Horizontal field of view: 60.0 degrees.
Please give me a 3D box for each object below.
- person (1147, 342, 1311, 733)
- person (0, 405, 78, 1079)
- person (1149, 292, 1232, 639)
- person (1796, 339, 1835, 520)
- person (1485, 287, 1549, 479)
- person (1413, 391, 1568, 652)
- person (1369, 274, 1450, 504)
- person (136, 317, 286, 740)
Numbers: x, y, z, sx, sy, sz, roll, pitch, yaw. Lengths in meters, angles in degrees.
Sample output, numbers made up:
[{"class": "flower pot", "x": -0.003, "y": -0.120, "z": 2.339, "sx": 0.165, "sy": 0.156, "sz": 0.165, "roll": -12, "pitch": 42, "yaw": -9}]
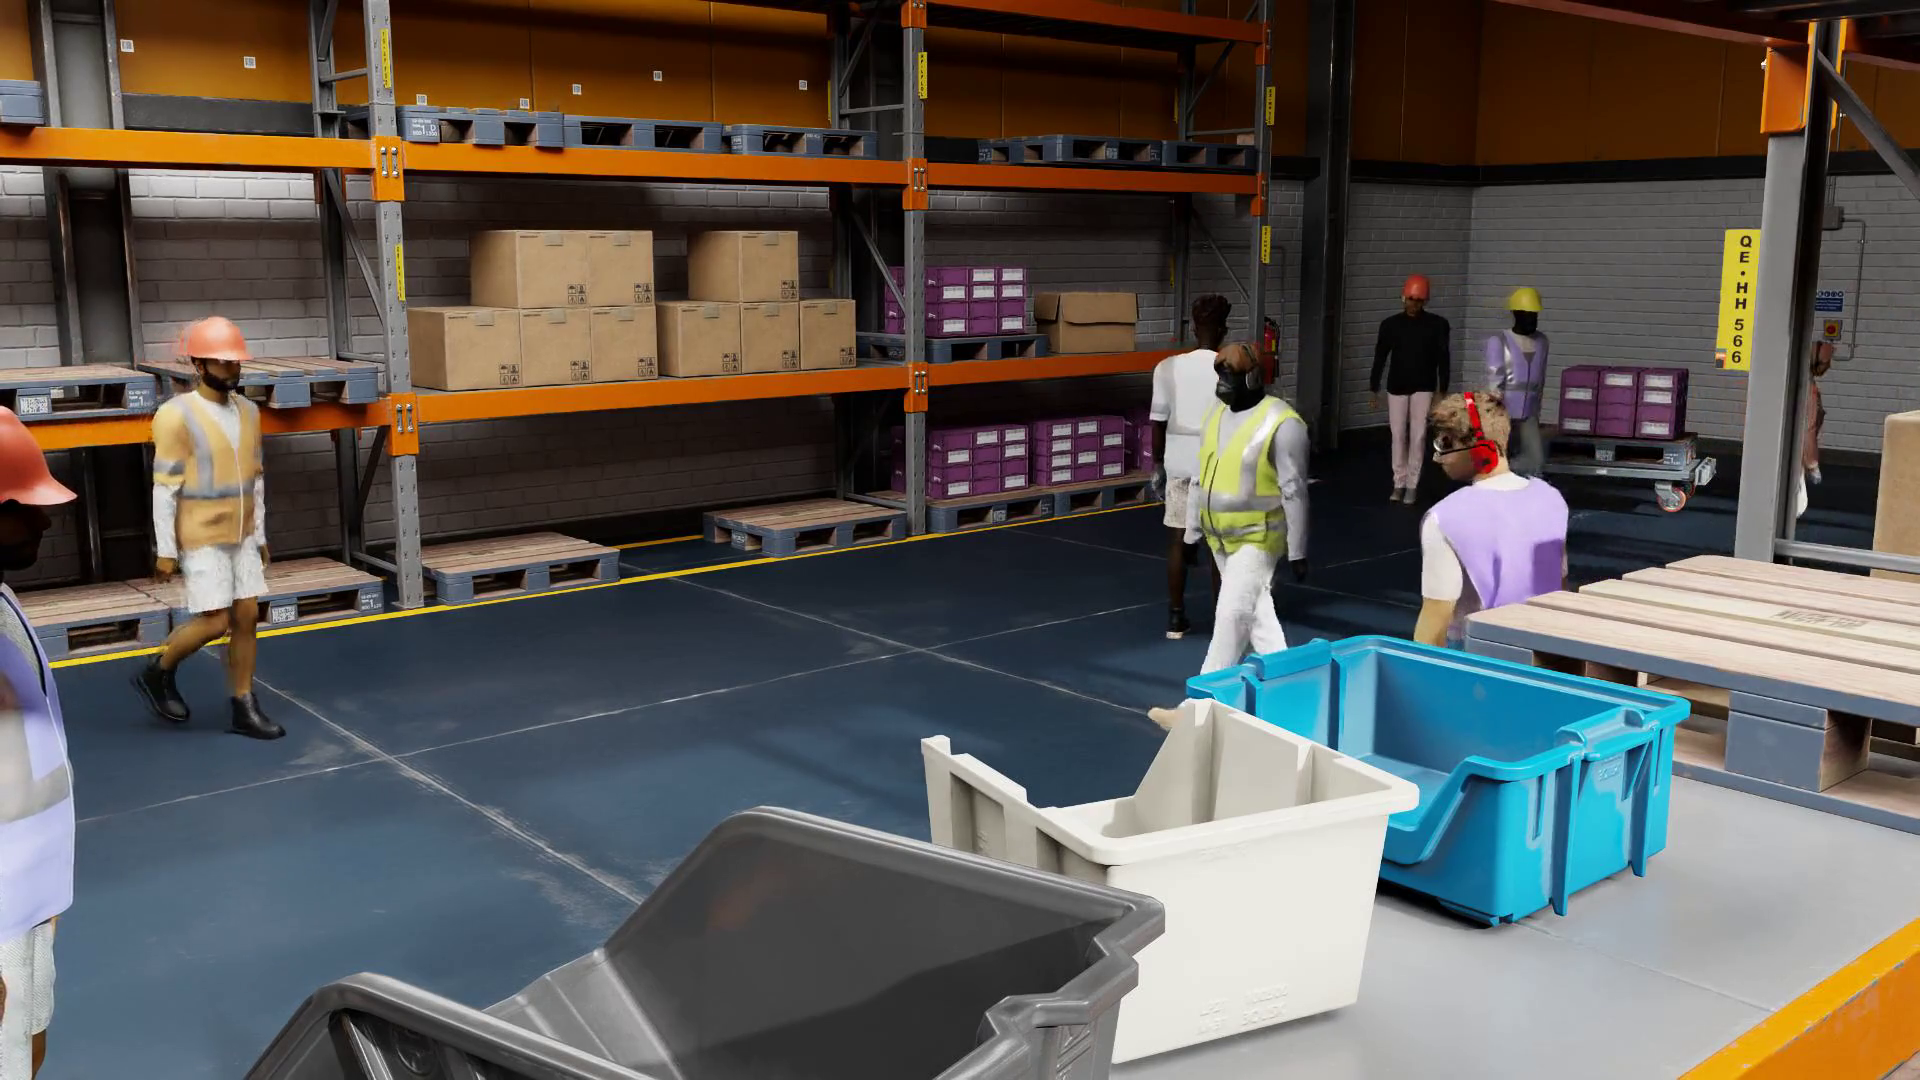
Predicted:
[{"class": "person", "x": 1.275, "y": 0.000, "z": 7.605, "sx": 0.942, "sy": 1.796, "sz": 0.641, "roll": -5, "pitch": 11, "yaw": -27}, {"class": "person", "x": -1.866, "y": 0.699, "z": 3.266, "sx": 0.374, "sy": 1.935, "sz": 0.552, "roll": -3, "pitch": 11, "yaw": -18}, {"class": "person", "x": 1.373, "y": -0.403, "z": 9.356, "sx": 0.613, "sy": 1.963, "sz": 0.361, "roll": 5, "pitch": 11, "yaw": 24}, {"class": "person", "x": 5.484, "y": -0.517, "z": 10.971, "sx": 0.357, "sy": 1.624, "sz": 0.529, "roll": 3, "pitch": 10, "yaw": 15}, {"class": "person", "x": 4.253, "y": -0.968, "z": 12.694, "sx": 0.597, "sy": 1.908, "sz": 0.582, "roll": -3, "pitch": 11, "yaw": -19}, {"class": "person", "x": 1.627, "y": 0.451, "z": 5.006, "sx": 0.733, "sy": 1.810, "sz": 0.426, "roll": -6, "pitch": 12, "yaw": -31}, {"class": "person", "x": 3.832, "y": -1.280, "z": 14.261, "sx": 0.665, "sy": 1.962, "sz": 0.679, "roll": 5, "pitch": 11, "yaw": 26}, {"class": "person", "x": -3.378, "y": -0.040, "z": 7.449, "sx": 0.612, "sy": 1.921, "sz": 0.551, "roll": 4, "pitch": 11, "yaw": 19}]
